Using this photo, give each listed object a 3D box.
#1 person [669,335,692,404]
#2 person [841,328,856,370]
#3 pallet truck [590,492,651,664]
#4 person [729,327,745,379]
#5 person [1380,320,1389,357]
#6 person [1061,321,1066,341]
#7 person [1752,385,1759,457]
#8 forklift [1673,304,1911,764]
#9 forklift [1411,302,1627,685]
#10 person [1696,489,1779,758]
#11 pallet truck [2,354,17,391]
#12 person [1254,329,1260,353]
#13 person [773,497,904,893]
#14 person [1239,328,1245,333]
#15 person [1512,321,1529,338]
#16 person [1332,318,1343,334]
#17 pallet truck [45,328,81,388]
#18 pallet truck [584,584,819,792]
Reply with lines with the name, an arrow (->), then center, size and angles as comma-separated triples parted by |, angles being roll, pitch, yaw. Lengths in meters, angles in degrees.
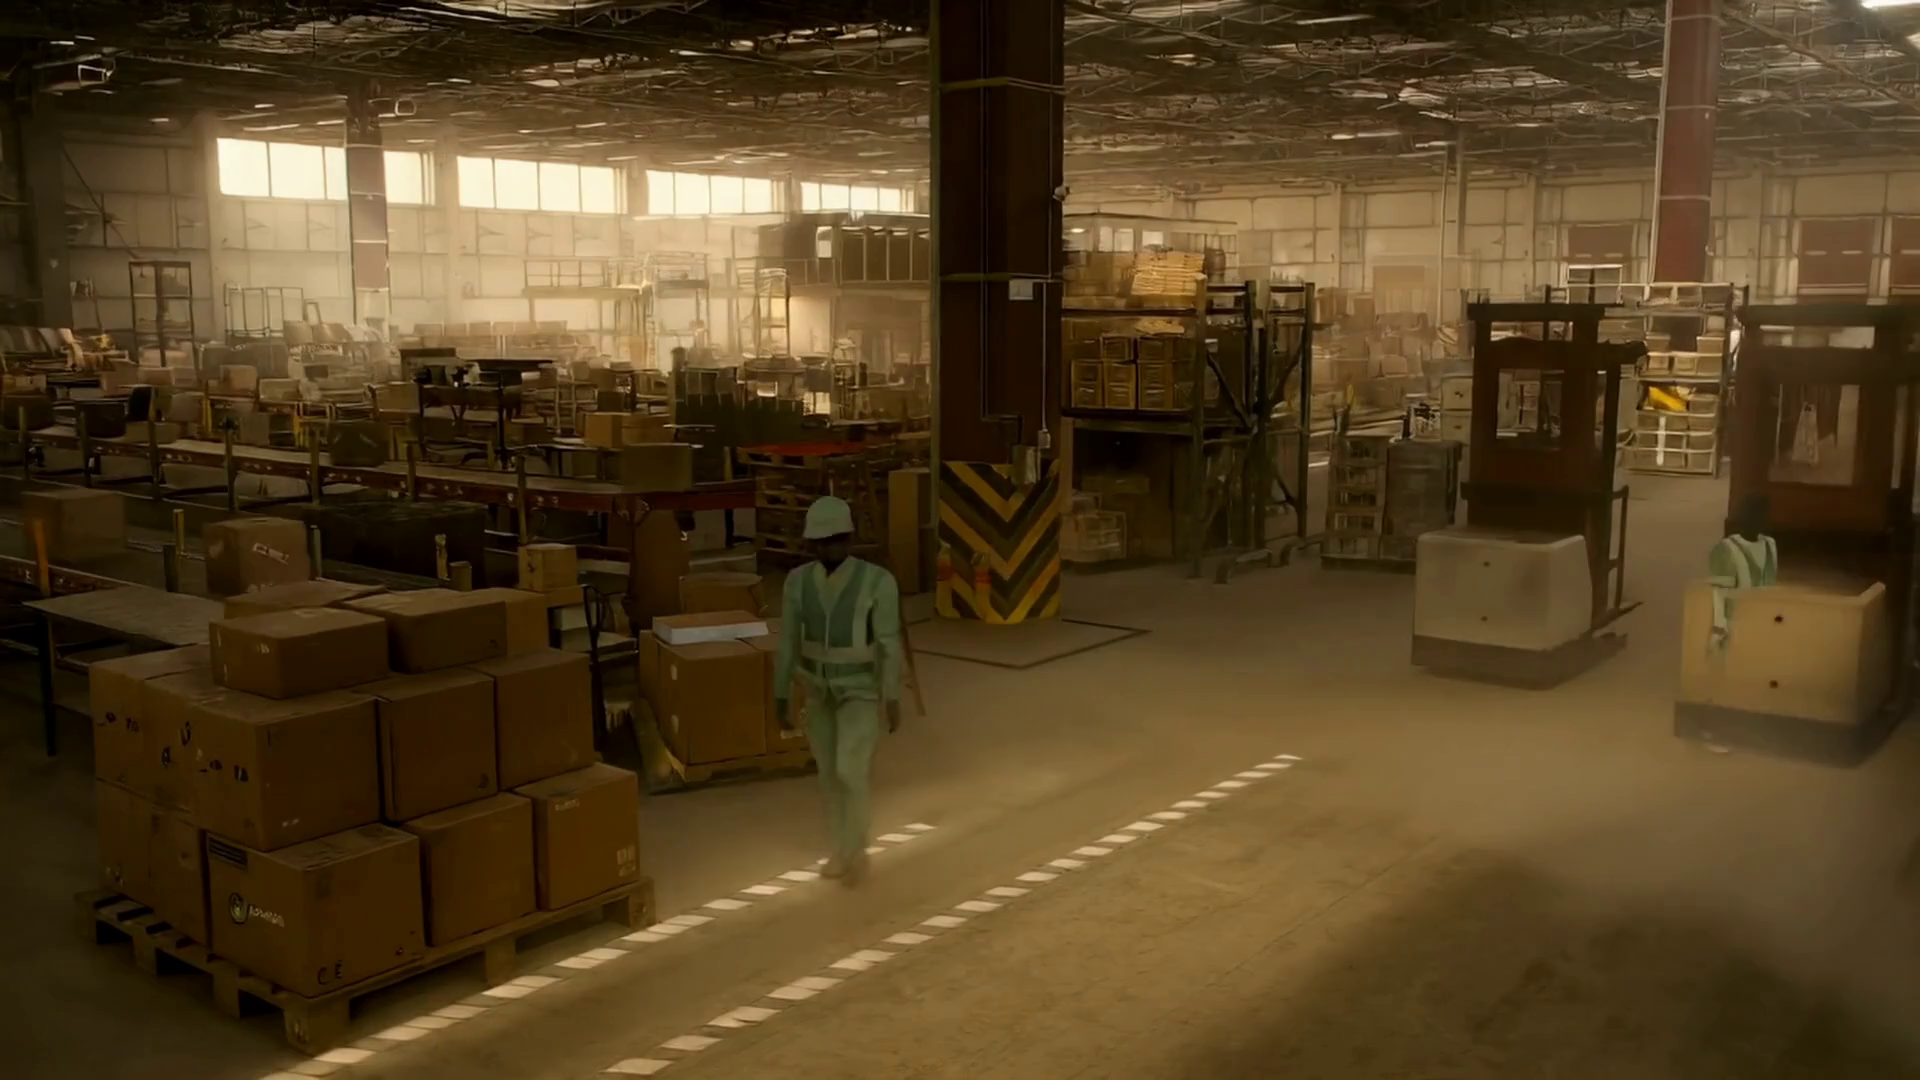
person -> -7.373, -4.473, 43.727 | 1.015, 1.802, 0.481 | 8, 12, 44
person -> -3.437, -5.655, 51.541 | 0.976, 1.838, 0.593 | 7, 11, 40
pallet truck -> -3.115, 0.344, 12.883 | 0.653, 1.274, 1.630 | 7, 11, 37
person -> -7.510, -6.298, 56.090 | 0.522, 1.769, 0.318 | 1, 8, 5
person -> 16.151, -7.447, 63.493 | 0.531, 1.870, 0.318 | -8, 11, -42
person -> 3.618, -7.071, 60.760 | 0.586, 1.928, 0.369 | -2, 9, -16
person -> 13.920, -2.287, 29.327 | 0.699, 1.679, 0.572 | -1, 9, -8
forklift -> 5.504, -0.135, 10.808 | 1.129, 2.768, 1.873 | 6, 11, 37
forklift -> 4.379, -0.438, 12.852 | 1.129, 2.768, 1.873 | 7, 11, 37
person -> 4.892, 0.517, 10.423 | 0.532, 1.689, 0.322 | -4, 9, -26
pallet truck -> -24.881, -4.417, 42.634 | 1.885, 1.965, 0.823 | 8, 11, 41
person -> 12.224, -8.252, 68.794 | 0.381, 1.912, 0.706 | 6, 11, 37
person -> -0.612, 0.747, 8.063 | 0.643, 1.923, 0.589 | 3, 9, 22
person -> 8.316, -5.332, 49.144 | 0.552, 1.898, 0.983 | -2, 9, -14
person -> 25.128, -9.056, 74.565 | 0.697, 1.802, 0.701 | 1, 8, 6
person -> 13.796, -7.022, 60.233 | 0.862, 2.002, 0.604 | 3, 9, 17
pallet truck -> -23.775, -4.544, 43.495 | 1.885, 1.965, 0.823 | 6, 10, 35
pallet truck -> -1.426, 0.805, 10.019 | 1.601, 1.201, 0.680 | -4, 9, -26
